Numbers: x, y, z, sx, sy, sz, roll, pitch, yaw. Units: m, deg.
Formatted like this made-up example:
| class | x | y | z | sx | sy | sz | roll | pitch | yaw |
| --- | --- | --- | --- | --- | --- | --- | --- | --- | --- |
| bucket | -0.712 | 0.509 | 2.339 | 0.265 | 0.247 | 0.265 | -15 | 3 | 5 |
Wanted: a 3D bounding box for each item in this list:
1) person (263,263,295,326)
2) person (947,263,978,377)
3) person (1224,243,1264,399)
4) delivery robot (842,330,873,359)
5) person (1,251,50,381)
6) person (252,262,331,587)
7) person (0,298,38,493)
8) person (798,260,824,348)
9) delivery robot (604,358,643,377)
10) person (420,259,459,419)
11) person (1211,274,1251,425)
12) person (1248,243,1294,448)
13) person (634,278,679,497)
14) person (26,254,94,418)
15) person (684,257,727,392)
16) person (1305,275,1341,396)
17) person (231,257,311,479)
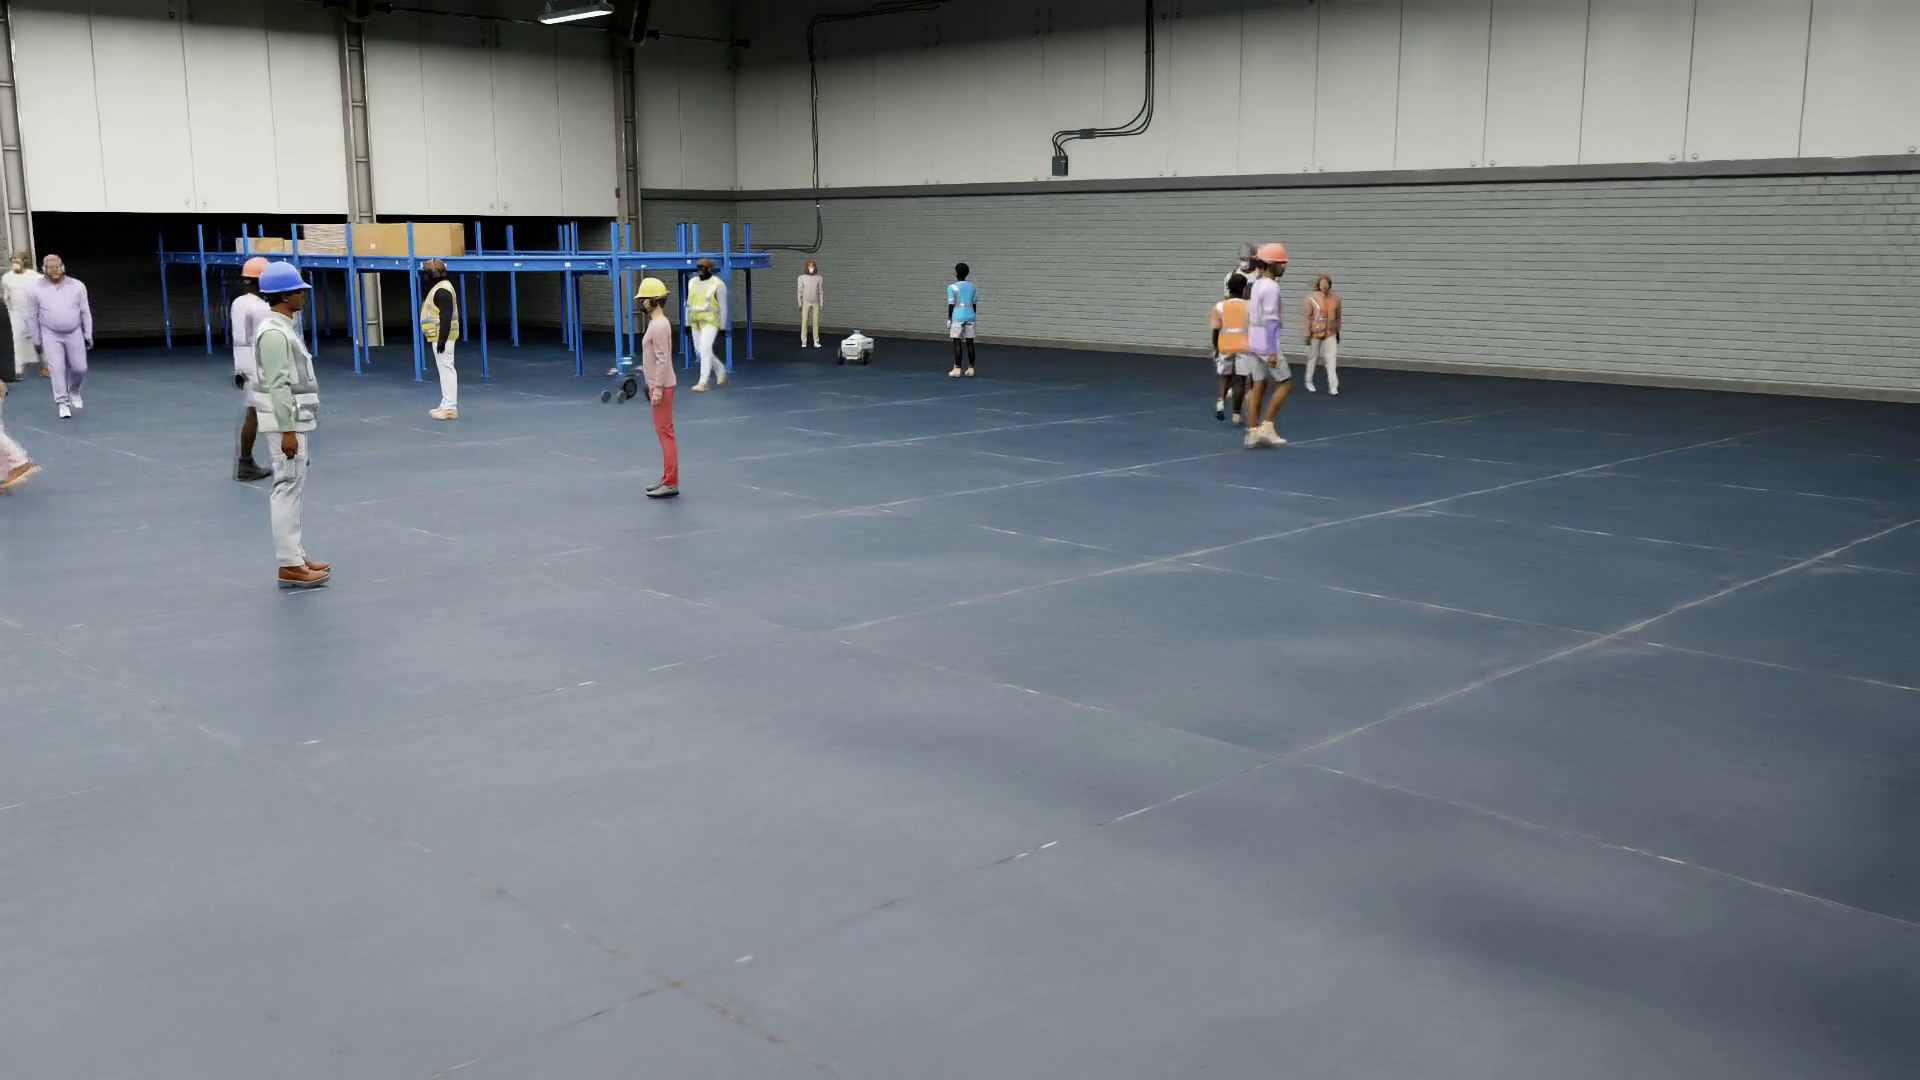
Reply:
| class | x | y | z | sx | sy | sz | roll | pitch | yaw |
| --- | --- | --- | --- | --- | --- | --- | --- | --- | --- |
| person | -7.256 | -2.014 | 17.613 | 0.428 | 1.817 | 0.599 | -4 | 11 | -22 |
| person | 0.031 | -3.303 | 24.978 | 0.532 | 1.696 | 0.319 | -7 | 12 | -34 |
| person | 3.691 | -2.808 | 21.457 | 0.687 | 2.000 | 0.674 | 4 | 11 | 22 |
| delivery robot | -1.695 | -3.229 | 27.550 | 0.477 | 0.478 | 0.707 | 3 | 11 | 17 |
| person | -13.777 | -3.320 | 24.585 | 0.630 | 1.889 | 1.024 | -1 | 10 | -5 |
| person | -4.086 | -0.706 | 10.117 | 0.375 | 1.950 | 0.614 | -3 | 11 | -18 |
| person | -7.979 | -1.363 | 13.720 | 0.469 | 1.956 | 0.651 | -4 | 11 | -20 |
| person | -2.822 | -4.465 | 31.478 | 0.500 | 1.636 | 0.280 | -3 | 11 | -18 |
| delivery robot | -4.278 | -2.235 | 21.422 | 0.335 | 0.223 | 0.698 | 6 | 12 | 30 |
| person | -6.039 | -2.336 | 19.332 | 0.429 | 1.838 | 0.621 | -4 | 11 | -19 |
| person | 3.096 | -2.126 | 18.603 | 0.538 | 1.685 | 0.365 | 5 | 11 | 25 |
| person | 3.114 | -1.917 | 16.502 | 0.524 | 2.029 | 0.635 | -1 | 10 | -7 |
| person | -2.469 | -1.240 | 13.540 | 0.321 | 1.767 | 0.533 | -2 | 11 | -9 |
| person | -10.546 | -2.400 | 19.515 | 0.659 | 1.893 | 0.624 | -7 | 13 | -35 |
| person | -3.466 | -2.983 | 22.918 | 0.628 | 1.814 | 0.804 | 7 | 13 | 34 |
| person | 4.849 | -2.757 | 22.272 | 0.519 | 1.593 | 0.856 | -1 | 10 | -7 |
| person | -6.040 | -1.509 | 14.605 | 0.831 | 1.904 | 0.579 | -10 | 15 | -44 |
